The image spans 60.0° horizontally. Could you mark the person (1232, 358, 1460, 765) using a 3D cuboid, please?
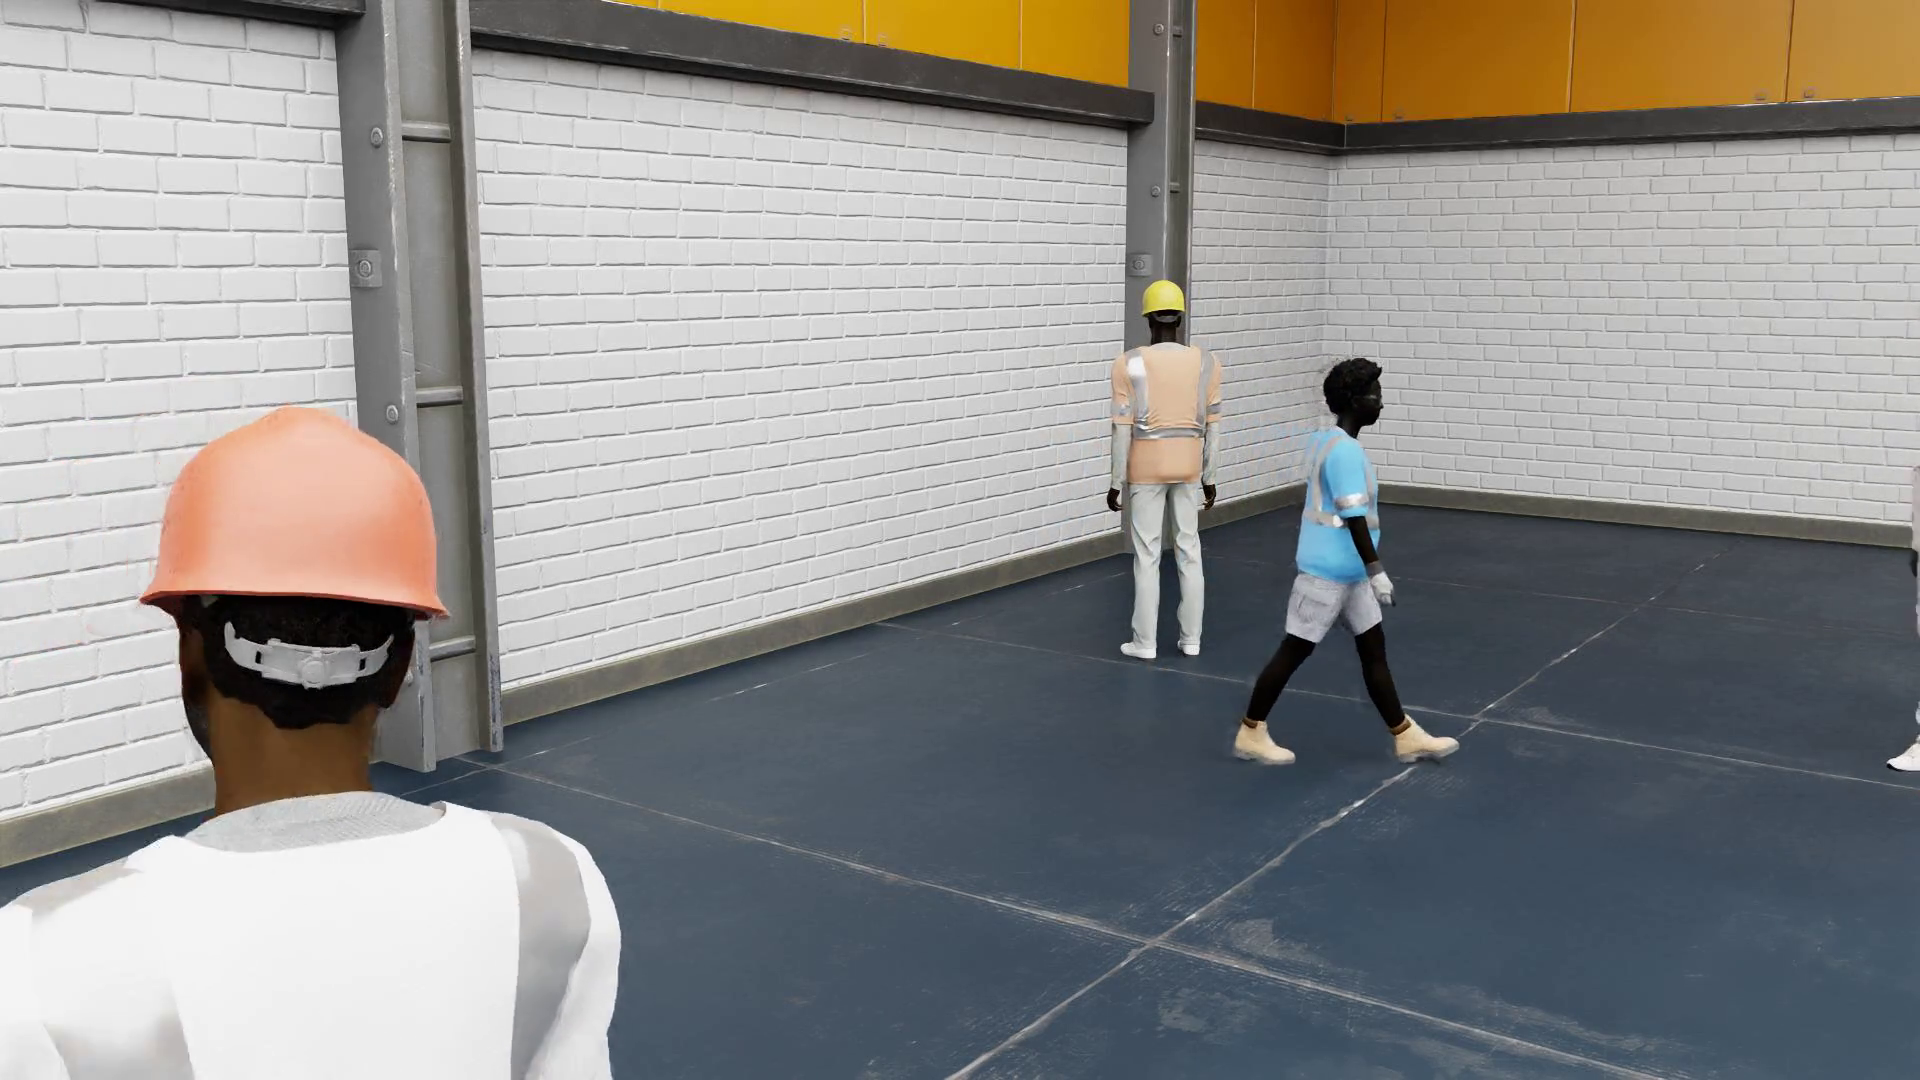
[{"bbox_3d":[1.519,0.104,6.588,0.893,1.646,0.542,3,10,15],"label":"person"}]

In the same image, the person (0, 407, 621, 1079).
[{"bbox_3d":[-0.470,0.868,1.323,0.608,1.894,0.799,-9,13,-43],"label":"person"}]

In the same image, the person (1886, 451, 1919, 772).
[{"bbox_3d":[4.033,-0.004,6.514,0.591,1.887,0.661,-4,10,-21],"label":"person"}]

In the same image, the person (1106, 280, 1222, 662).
[{"bbox_3d":[1.023,-0.344,8.434,0.594,1.922,0.385,-2,10,-14],"label":"person"}]
